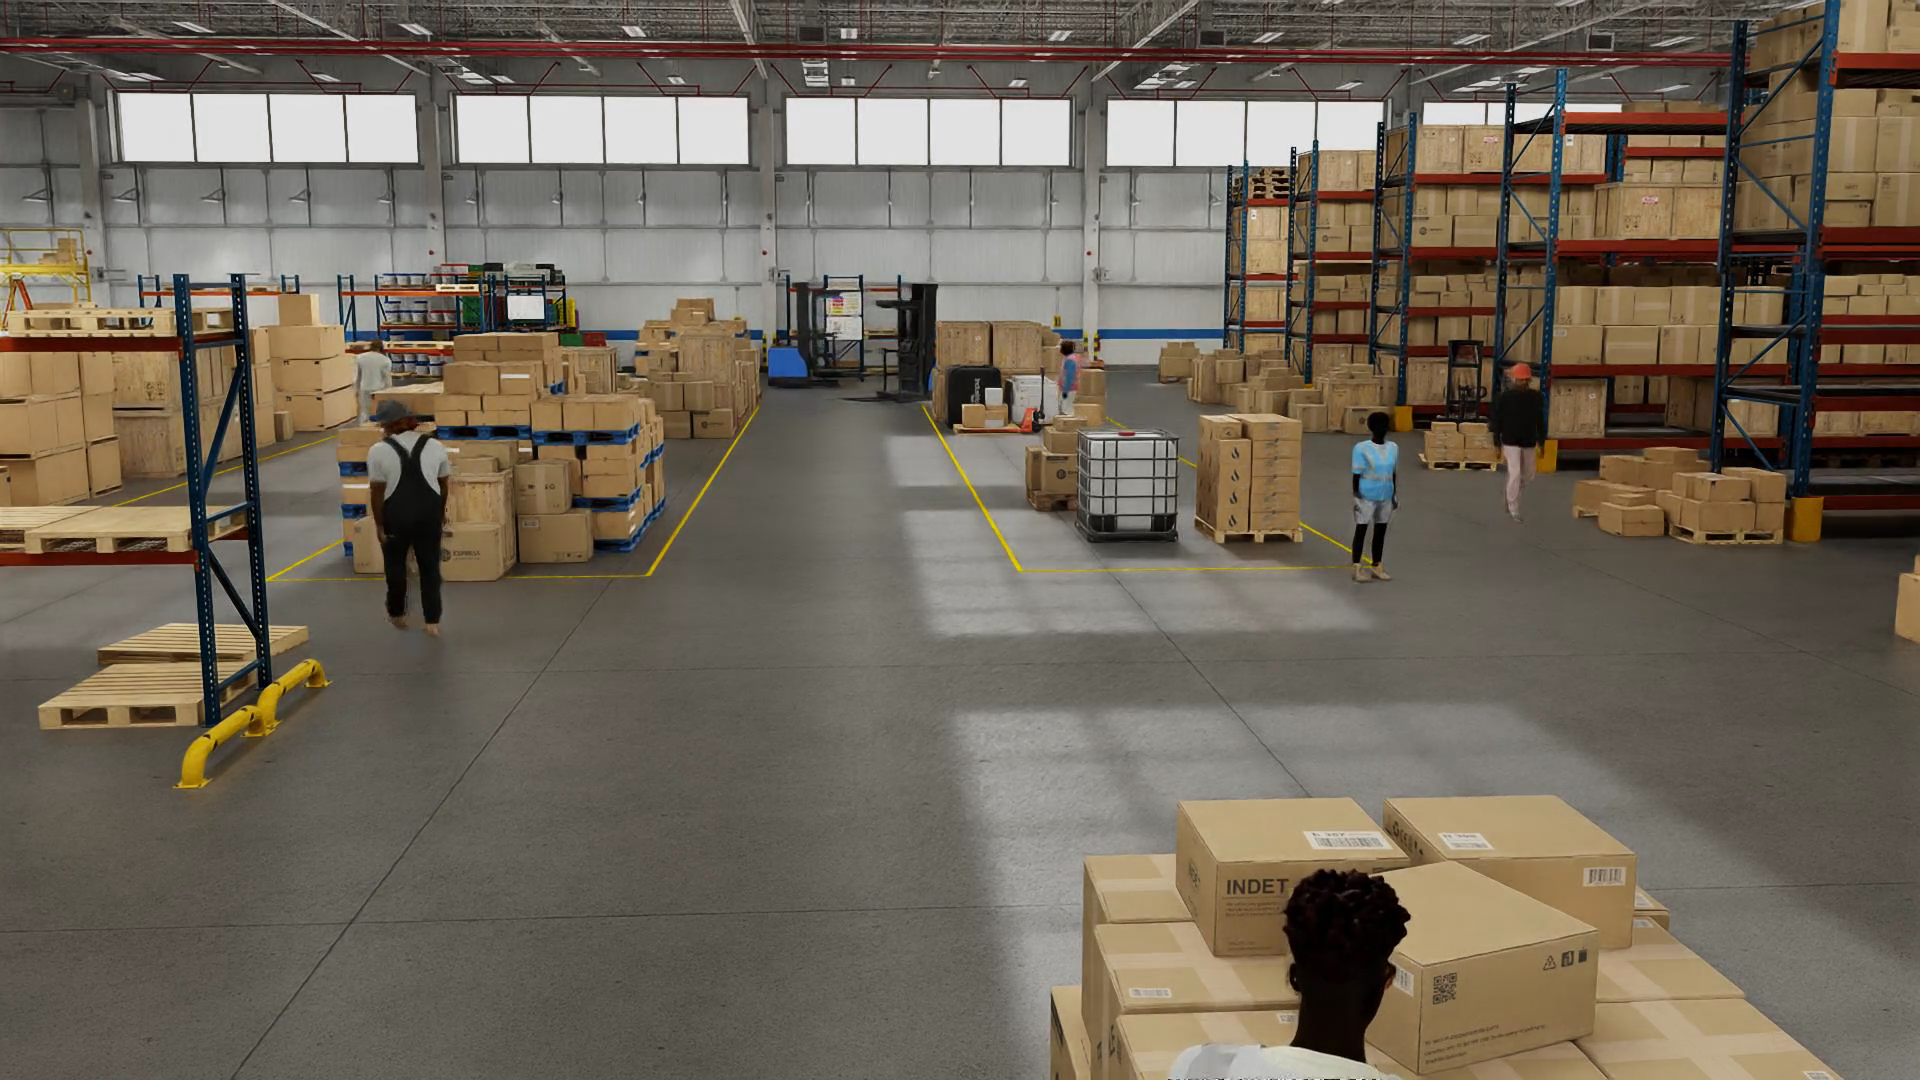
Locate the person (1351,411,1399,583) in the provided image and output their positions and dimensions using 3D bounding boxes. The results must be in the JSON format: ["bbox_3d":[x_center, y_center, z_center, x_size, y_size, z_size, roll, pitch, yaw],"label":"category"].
[{"bbox_3d":[4.086,-0.424,16.395,0.540,1.695,0.317,-3,10,-21],"label":"person"}]

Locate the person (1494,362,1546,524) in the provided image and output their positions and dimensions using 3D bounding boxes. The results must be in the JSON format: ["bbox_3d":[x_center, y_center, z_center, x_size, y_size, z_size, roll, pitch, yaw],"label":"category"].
[{"bbox_3d":[6.839,-1.202,20.411,0.632,1.974,0.659,-1,9,-7],"label":"person"}]

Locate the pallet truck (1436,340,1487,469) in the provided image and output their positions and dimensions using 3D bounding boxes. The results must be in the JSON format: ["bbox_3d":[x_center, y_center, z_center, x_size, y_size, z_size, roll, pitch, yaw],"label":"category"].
[{"bbox_3d":[8.004,-2.170,26.422,0.823,1.965,1.885,2,9,14],"label":"pallet truck"}]

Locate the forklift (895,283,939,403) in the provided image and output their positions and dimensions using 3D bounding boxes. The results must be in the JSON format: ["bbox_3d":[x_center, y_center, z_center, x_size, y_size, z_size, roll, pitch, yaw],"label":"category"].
[{"bbox_3d":[-0.823,-4.686,39.455,1.873,2.768,1.129,-4,10,-23],"label":"forklift"}]

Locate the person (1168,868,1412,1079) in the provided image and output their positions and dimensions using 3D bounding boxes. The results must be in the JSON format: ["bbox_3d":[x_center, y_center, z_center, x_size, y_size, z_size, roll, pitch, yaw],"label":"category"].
[{"bbox_3d":[0.667,1.569,3.111,0.619,1.953,0.393,4,10,24],"label":"person"}]

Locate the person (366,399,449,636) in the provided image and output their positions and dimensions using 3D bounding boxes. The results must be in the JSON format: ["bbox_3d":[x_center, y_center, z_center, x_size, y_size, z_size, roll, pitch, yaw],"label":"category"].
[{"bbox_3d":[-4.692,-0.232,14.114,0.711,2.000,0.966,-5,11,-30],"label":"person"}]

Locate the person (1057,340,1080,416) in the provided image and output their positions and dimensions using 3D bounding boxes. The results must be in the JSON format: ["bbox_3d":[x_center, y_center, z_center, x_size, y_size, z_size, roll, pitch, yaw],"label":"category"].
[{"bbox_3d":[2.008,-2.801,30.924,0.441,1.828,0.653,1,9,6],"label":"person"}]

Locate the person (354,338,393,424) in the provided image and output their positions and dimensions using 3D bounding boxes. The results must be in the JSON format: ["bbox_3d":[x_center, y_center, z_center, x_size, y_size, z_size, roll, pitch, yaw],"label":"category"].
[{"bbox_3d":[-10.438,-2.641,29.645,0.656,1.912,0.430,0,9,1],"label":"person"}]

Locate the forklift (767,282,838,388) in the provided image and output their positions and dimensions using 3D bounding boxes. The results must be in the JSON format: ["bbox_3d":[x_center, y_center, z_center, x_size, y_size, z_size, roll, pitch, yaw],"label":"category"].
[{"bbox_3d":[-4.238,-5.523,44.713,1.873,2.768,1.129,-1,9,-4],"label":"forklift"}]
